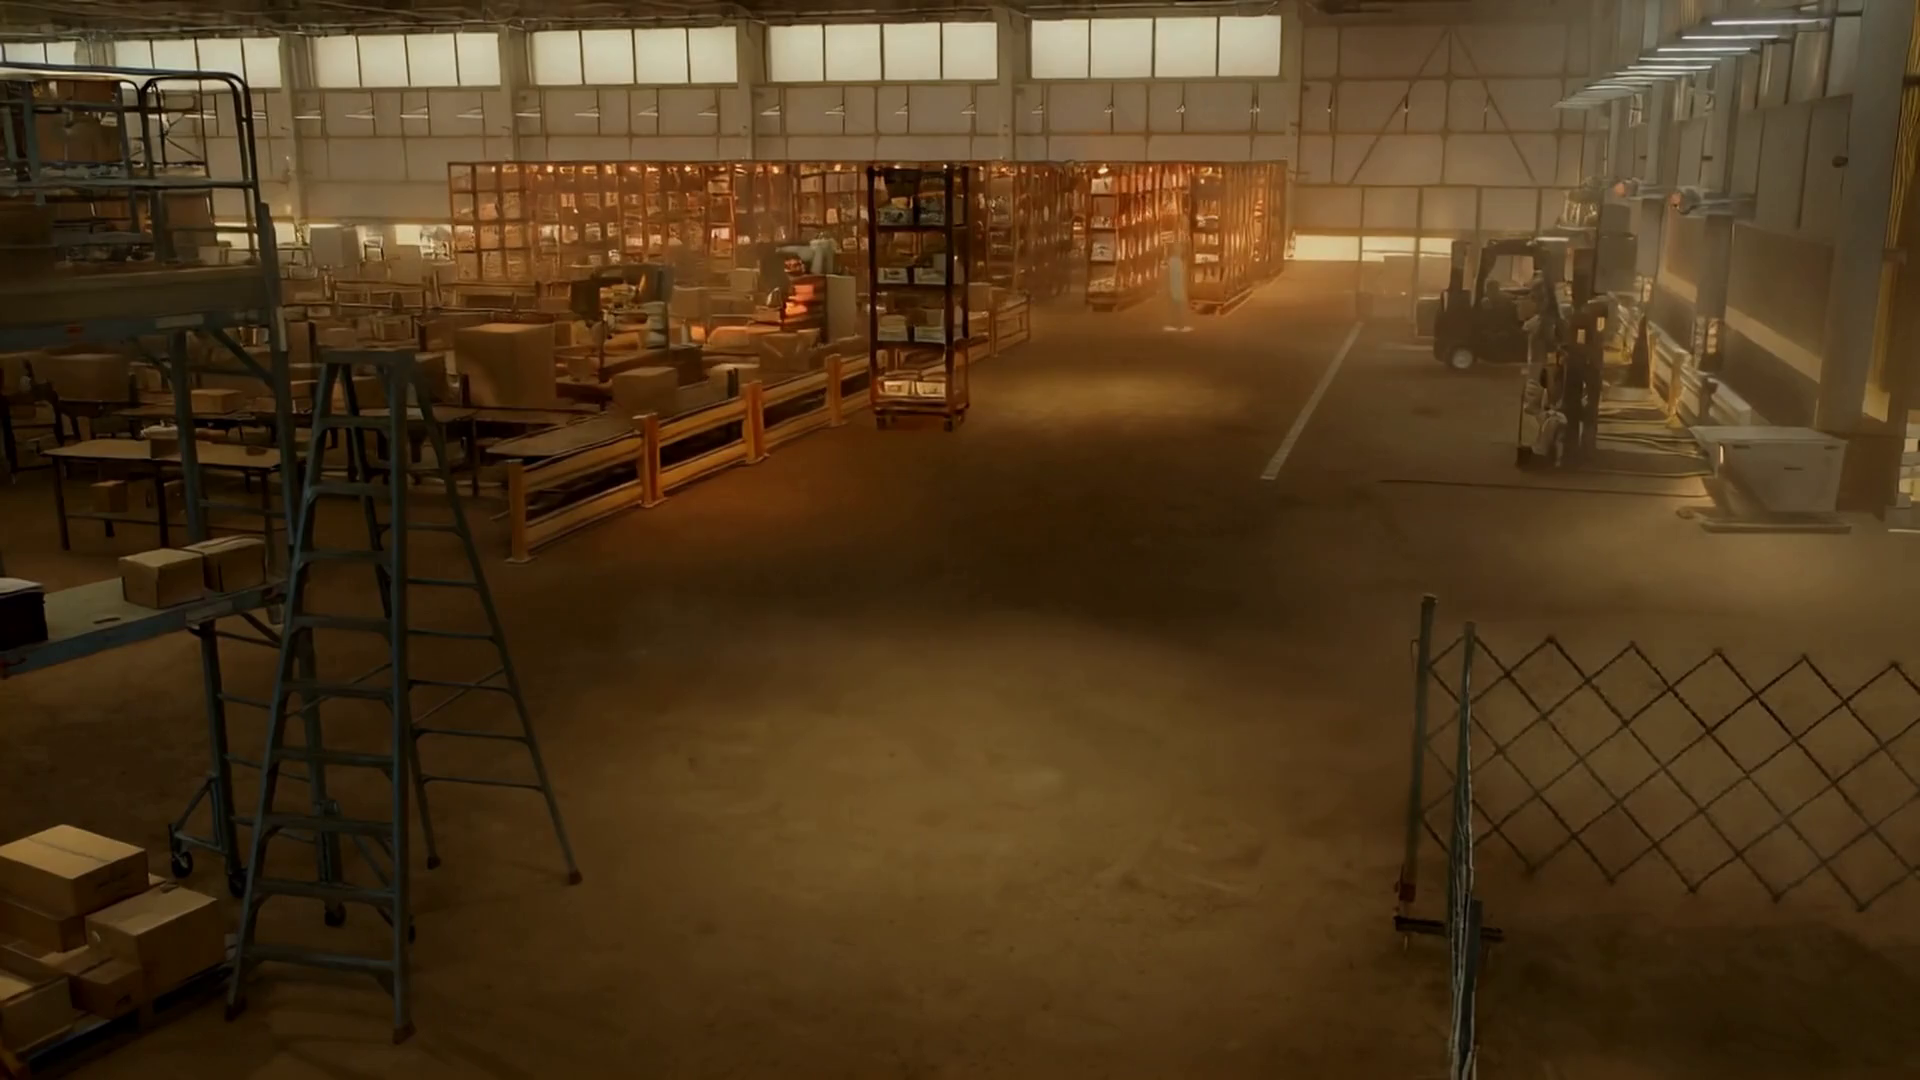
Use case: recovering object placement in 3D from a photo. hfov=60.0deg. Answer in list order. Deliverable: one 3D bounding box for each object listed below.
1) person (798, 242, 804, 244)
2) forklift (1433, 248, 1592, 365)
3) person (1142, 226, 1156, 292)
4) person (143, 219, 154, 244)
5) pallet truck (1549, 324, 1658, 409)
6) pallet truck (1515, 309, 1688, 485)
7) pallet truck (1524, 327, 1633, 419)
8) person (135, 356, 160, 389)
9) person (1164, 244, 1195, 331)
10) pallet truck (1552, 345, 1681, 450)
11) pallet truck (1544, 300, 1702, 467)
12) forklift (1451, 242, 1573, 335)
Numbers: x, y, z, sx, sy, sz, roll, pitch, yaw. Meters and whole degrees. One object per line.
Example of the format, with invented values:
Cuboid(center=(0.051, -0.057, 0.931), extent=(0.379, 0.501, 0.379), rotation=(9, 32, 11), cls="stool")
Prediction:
Cuboid(center=(-3.544, -5.877, 37.983), extent=(0.718, 1.807, 0.624), rotation=(3, 13, 14), cls="person")
Cuboid(center=(9.780, -4.111, 29.280), extent=(2.680, 1.987, 1.157), rotation=(3, 13, 14), cls="forklift")
Cuboid(center=(5.275, -7.894, 46.682), extent=(0.408, 1.831, 0.575), rotation=(-6, 15, -26), cls="person")
Cuboid(center=(-22.731, -8.011, 46.804), extent=(0.612, 1.997, 0.375), rotation=(8, 15, 30), cls="person")
Cuboid(center=(9.824, -2.669, 25.407), extent=(1.601, 1.201, 0.680), rotation=(4, 14, 16), cls="pallet truck")
Cuboid(center=(7.554, -1.677, 19.446), extent=(1.885, 1.965, 0.823), rotation=(3, 13, 14), cls="pallet truck")
Cuboid(center=(9.065, -2.460, 24.370), extent=(1.522, 1.261, 0.704), rotation=(3, 13, 14), cls="pallet truck")
Cuboid(center=(-12.858, -3.174, 26.431), extent=(0.526, 1.756, 0.536), rotation=(11, 17, 39), cls="person")
Cuboid(center=(4.827, -5.474, 36.095), extent=(0.840, 1.873, 0.685), rotation=(5, 14, 19), cls="person")
Cuboid(center=(8.641, -1.896, 21.908), extent=(1.630, 1.274, 0.653), rotation=(4, 14, 16), cls="pallet truck")
Cuboid(center=(8.263, -1.952, 20.631), extent=(1.885, 1.965, 0.823), rotation=(5, 14, 20), cls="pallet truck")
Cuboid(center=(10.464, -4.597, 31.405), extent=(2.680, 1.987, 1.157), rotation=(4, 14, 16), cls="forklift")
